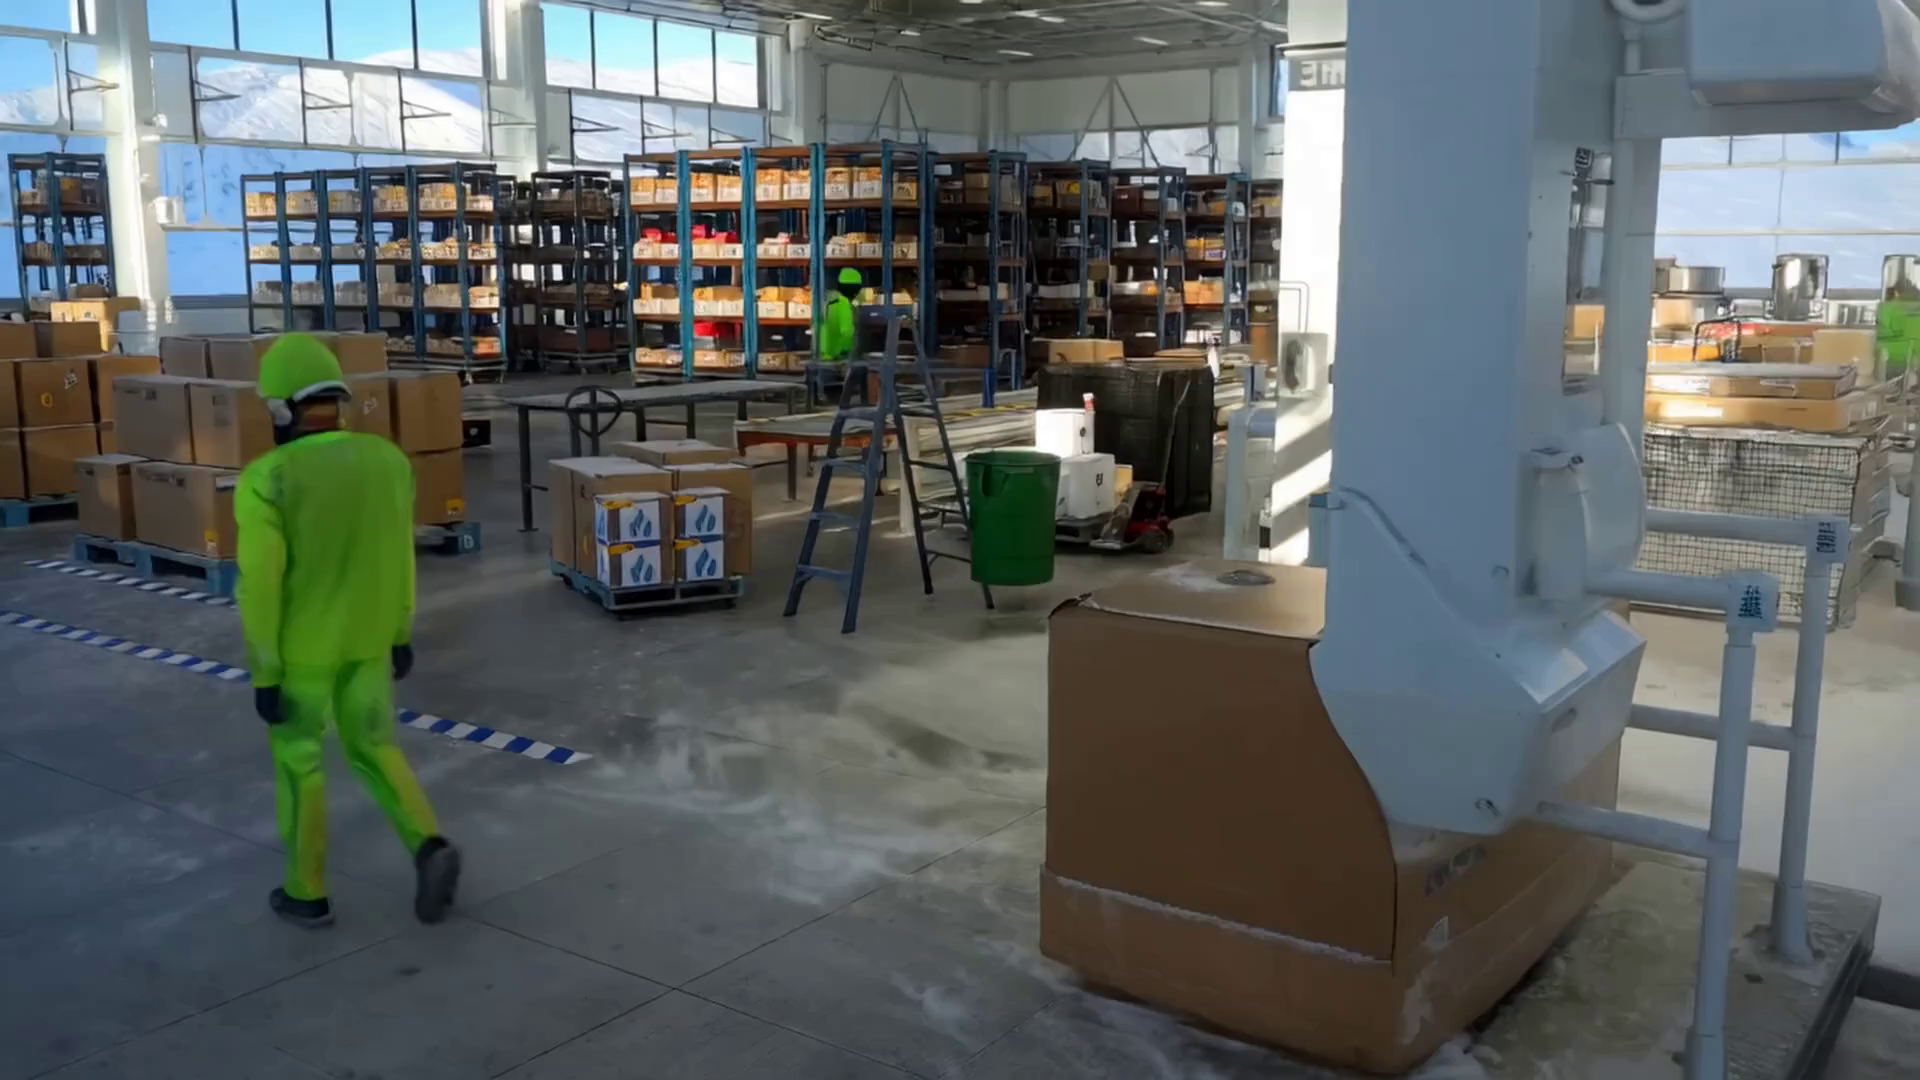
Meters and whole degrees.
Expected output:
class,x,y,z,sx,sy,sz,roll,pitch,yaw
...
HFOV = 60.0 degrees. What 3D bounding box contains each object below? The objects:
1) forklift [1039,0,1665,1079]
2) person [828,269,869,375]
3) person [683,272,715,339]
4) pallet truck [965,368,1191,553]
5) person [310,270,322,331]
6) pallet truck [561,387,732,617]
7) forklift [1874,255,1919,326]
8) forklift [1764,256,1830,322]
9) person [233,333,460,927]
class,x,y,z,sx,sy,sz,roll,pitch,yaw
forklift,1.249,-0.137,4.360,1.873,2.768,1.129,7,12,35
person,-1.200,-2.069,18.684,0.662,1.922,0.610,2,10,12
person,-4.621,-3.821,29.423,0.599,1.827,0.404,-3,10,-18
pallet truck,0.845,-0.609,11.869,1.630,1.274,0.653,7,12,35
person,-12.091,-4.188,31.579,0.564,1.839,0.396,4,10,23
pallet truck,-1.981,-0.274,10.088,0.680,1.201,1.601,-5,11,-28
forklift,22.089,-5.634,38.796,1.157,1.987,2.680,6,11,33
forklift,20.253,-5.854,40.139,1.157,1.987,2.680,7,12,35
person,-1.840,0.299,4.925,0.673,1.817,0.603,7,12,36
